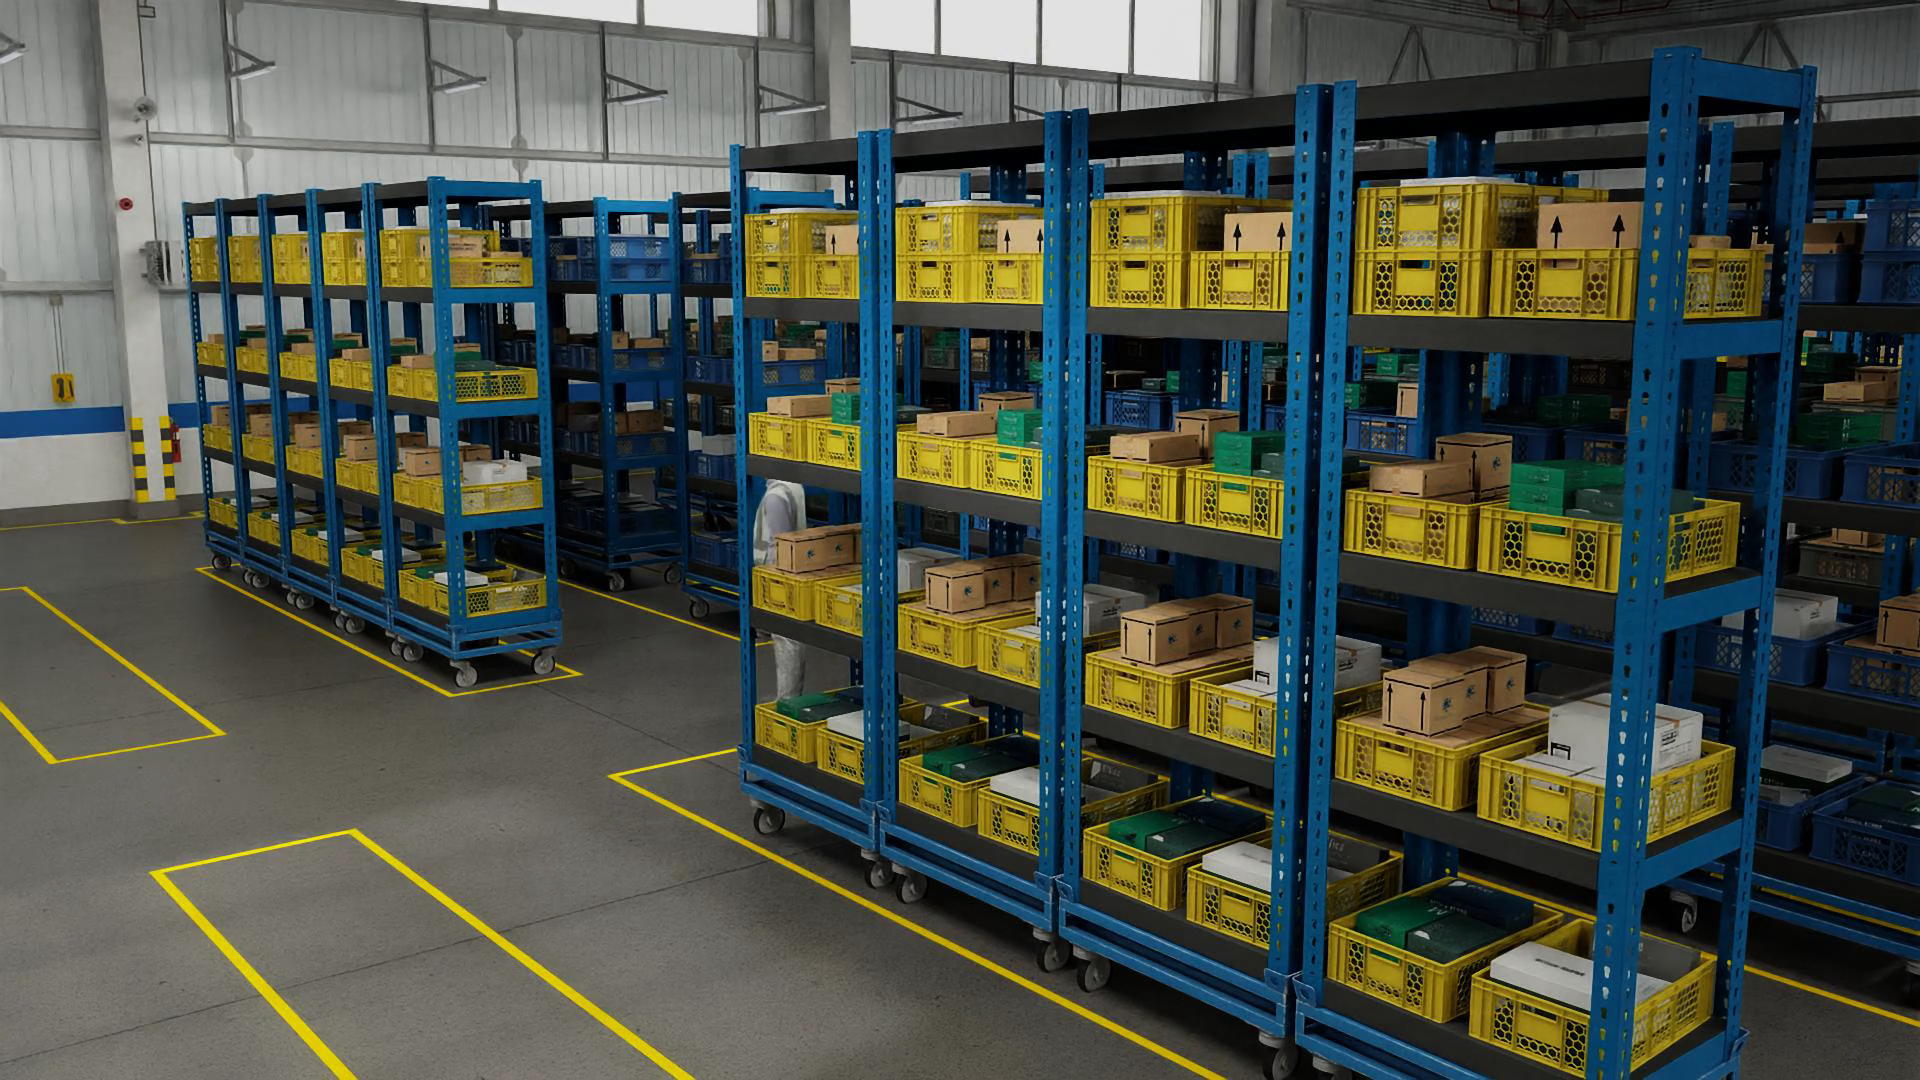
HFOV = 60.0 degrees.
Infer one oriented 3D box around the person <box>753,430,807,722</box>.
[{"bbox_3d":[-1.190,0.229,11.001,0.389,1.949,0.603,1,9,5],"label":"person"}]
